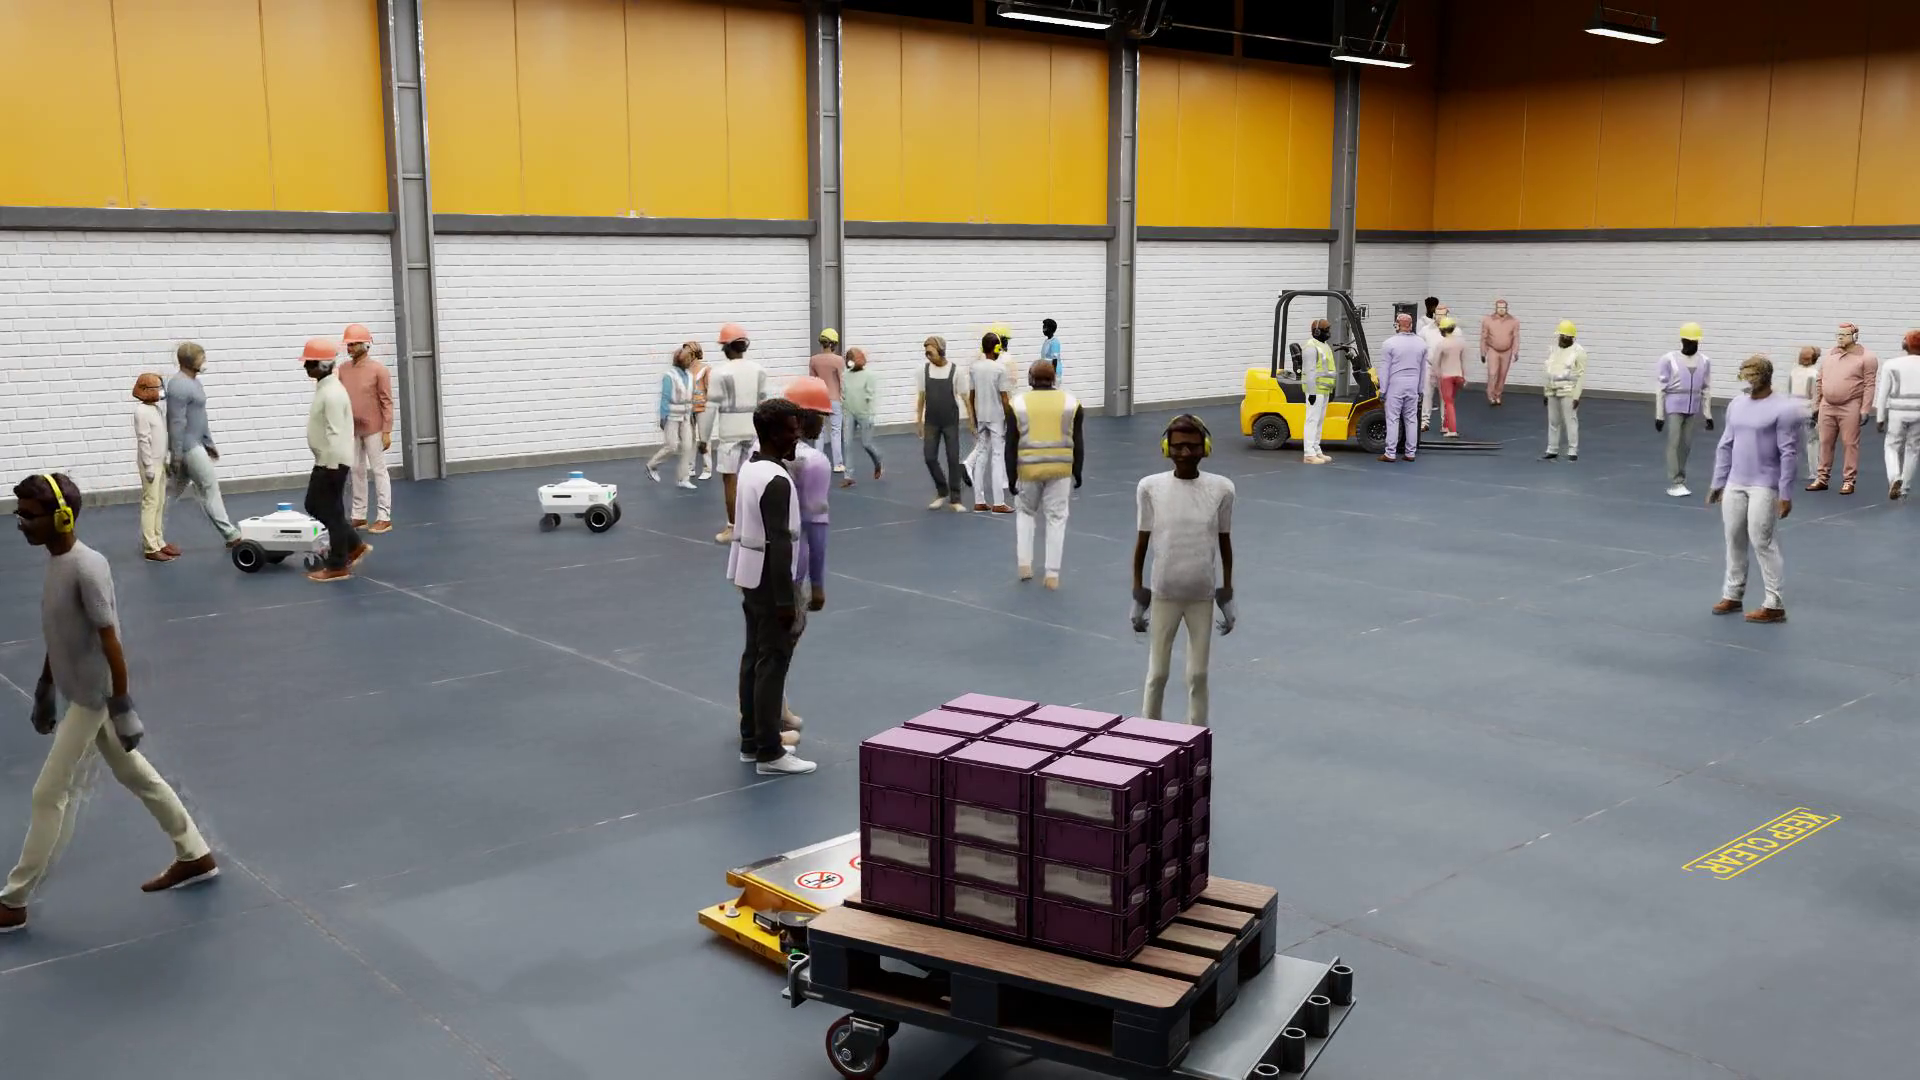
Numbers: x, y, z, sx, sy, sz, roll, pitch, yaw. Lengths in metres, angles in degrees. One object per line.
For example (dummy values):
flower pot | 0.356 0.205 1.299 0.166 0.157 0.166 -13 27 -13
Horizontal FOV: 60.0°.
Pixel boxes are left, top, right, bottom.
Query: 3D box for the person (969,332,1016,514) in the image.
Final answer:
person | 0.325 -1.194 17.053 0.509 1.865 0.329 7 12 37

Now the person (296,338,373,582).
person | -5.107 -0.644 13.464 0.440 1.983 0.639 -5 11 -27

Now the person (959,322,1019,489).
person | 0.357 -1.496 18.725 0.624 1.898 0.691 8 13 40

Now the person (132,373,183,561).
person | -6.986 -0.635 14.444 0.280 1.634 0.498 -2 10 -11

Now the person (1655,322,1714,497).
person | 8.009 -1.446 18.374 0.600 1.926 0.412 -2 10 -10

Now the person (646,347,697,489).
person | -3.267 -1.381 18.847 0.551 1.613 0.544 6 11 30

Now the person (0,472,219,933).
person | -3.520 0.620 6.629 1.036 1.801 0.553 -8 13 -39

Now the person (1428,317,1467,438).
person | 7.092 -2.374 24.298 0.544 1.738 0.704 -4 11 -23

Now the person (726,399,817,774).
person | -0.986 0.236 8.518 0.389 1.918 0.590 -4 10 -21

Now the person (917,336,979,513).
person | -0.112 -1.185 17.125 0.679 1.827 0.426 3 10 15

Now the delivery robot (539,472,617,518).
delivery robot | -3.687 -0.416 16.043 0.707 0.478 0.477 0 10 -2

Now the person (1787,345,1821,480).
person | 9.832 -1.477 19.474 0.858 1.605 0.517 -4 11 -23

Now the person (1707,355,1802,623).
person | 5.777 -0.368 12.096 0.408 1.922 0.684 -3 10 -17

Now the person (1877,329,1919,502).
person | 10.093 -1.306 17.697 0.587 1.865 0.633 4 11 23

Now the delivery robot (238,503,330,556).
delivery robot | -5.684 -0.071 14.024 0.707 0.478 0.477 1 10 4

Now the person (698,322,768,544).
person | -2.064 -0.972 15.248 0.620 2.039 0.423 -9 13 -44

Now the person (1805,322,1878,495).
person | 9.798 -1.465 18.512 0.409 1.907 0.651 -7 12 -36

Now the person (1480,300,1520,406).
person | 9.500 -3.271 29.198 0.641 1.870 0.857 1 10 6

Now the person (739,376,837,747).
person | -0.926 0.132 8.899 0.612 2.000 0.640 -9 13 -41

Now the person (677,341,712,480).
person | -3.133 -1.528 19.659 0.523 1.639 0.309 6 11 29

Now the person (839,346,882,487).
person | -1.145 -1.429 19.162 0.510 1.610 0.640 5 11 26

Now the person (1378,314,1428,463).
person | 5.654 -1.942 21.332 0.644 1.903 0.401 -3 10 -17

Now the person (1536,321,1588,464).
person | 7.698 -1.881 21.243 0.404 1.808 0.632 -6 11 -29

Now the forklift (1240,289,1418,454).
forklift | 5.034 -2.339 22.783 2.313 2.155 1.214 3 10 16

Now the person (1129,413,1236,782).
person | 1.119 0.293 8.338 0.532 1.865 0.311 0 10 3

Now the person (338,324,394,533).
person | -5.691 -1.059 15.872 0.610 1.996 0.384 4 10 22

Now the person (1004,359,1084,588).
person | 0.674 -0.535 13.335 0.647 1.823 0.607 0 10 -1

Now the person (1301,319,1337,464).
person | 4.579 -1.896 21.220 0.429 1.842 0.634 5 11 28

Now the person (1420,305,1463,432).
person | 7.164 -2.557 24.907 0.653 1.904 0.405 4 11 23

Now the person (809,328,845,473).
person | -1.589 -1.696 20.286 0.522 1.764 0.318 5 11 26

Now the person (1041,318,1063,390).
person | 1.396 -2.547 25.482 0.321 1.690 0.536 -2 10 -14

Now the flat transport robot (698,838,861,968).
flat transport robot | -0.278 1.367 6.709 1.431 0.197 0.652 -9 13 -43

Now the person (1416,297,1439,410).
person | 7.985 -3.176 28.411 0.610 1.952 0.396 -9 13 -41

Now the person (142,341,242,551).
person | -6.832 -0.812 14.769 1.009 1.891 0.636 -4 10 -20
